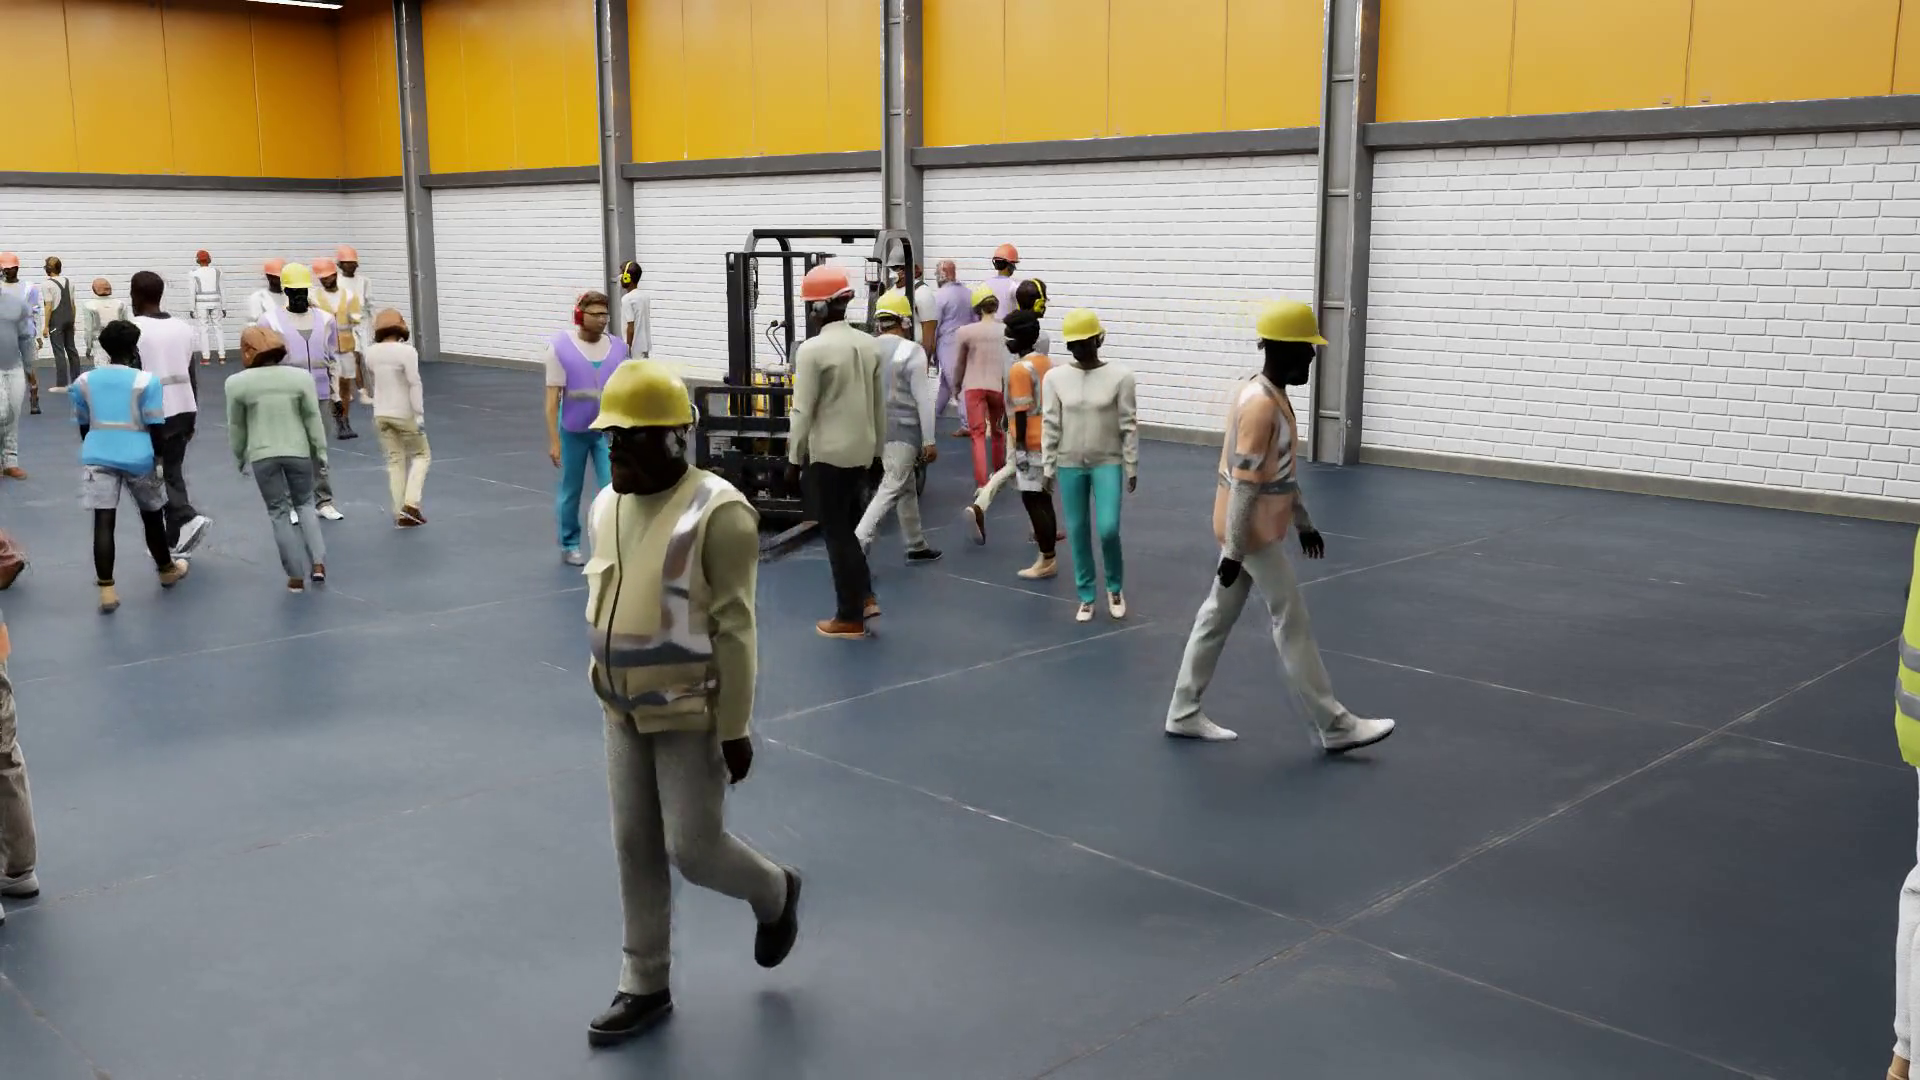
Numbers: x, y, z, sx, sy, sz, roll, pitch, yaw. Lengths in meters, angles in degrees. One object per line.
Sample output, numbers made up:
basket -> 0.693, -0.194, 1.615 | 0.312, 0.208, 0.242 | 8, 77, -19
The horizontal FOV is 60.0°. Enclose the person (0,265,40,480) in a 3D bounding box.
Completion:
person -> -8.331, -1.466, 14.455 | 0.434, 1.924, 0.644 | 5, 12, 26

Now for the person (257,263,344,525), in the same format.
person -> -4.876, -1.082, 12.354 | 0.366, 1.926, 0.594 | 10, 15, 44

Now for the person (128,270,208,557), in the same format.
person -> -5.207, -0.810, 10.923 | 0.498, 1.902, 0.625 | 4, 11, 19

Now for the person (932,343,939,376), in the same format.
person -> -0.475, -1.883, 17.657 | 0.504, 1.579, 0.883 | -2, 11, -11

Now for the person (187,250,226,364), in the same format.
person -> -12.468, -3.851, 27.573 | 0.585, 1.881, 0.337 | -9, 14, -40

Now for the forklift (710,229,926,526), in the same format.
forklift -> -1.050, -1.319, 12.920 | 1.214, 2.155, 2.313 | 2, 11, 13

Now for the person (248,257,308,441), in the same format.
person -> -6.973, -1.925, 16.986 | 0.718, 1.920, 0.564 | 9, 14, 40

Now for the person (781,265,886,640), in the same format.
person -> -0.663, -0.446, 8.756 | 0.455, 1.972, 0.614 | 6, 12, 31

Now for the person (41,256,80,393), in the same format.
person -> -12.232, -2.918, 22.589 | 0.346, 1.846, 0.506 | 3, 11, 17

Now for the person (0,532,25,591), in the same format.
person -> -6.037, -0.574, 9.735 | 0.660, 1.878, 0.866 | 5, 12, 26

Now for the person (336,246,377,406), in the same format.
person -> -7.719, -2.715, 21.085 | 1.027, 1.999, 0.621 | 9, 14, 41

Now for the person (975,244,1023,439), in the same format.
person -> 0.467, -2.065, 17.401 | 0.614, 2.041, 0.393 | 5, 12, 27

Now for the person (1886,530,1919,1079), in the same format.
person -> 2.416, 0.514, 3.881 | 0.429, 1.846, 0.625 | 5, 11, 24

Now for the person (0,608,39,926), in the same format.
person -> -3.106, 0.389, 5.123 | 0.312, 1.636, 0.518 | 0, 10, -1

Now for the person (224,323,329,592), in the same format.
person -> -4.089, -0.488, 9.976 | 0.535, 1.613, 0.406 | -6, 12, -28

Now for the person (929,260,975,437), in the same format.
person -> -0.181, -2.032, 17.721 | 0.960, 1.856, 0.644 | 7, 12, 32

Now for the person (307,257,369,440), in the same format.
person -> -6.486, -1.988, 17.370 | 0.614, 1.895, 0.624 | -7, 12, -32

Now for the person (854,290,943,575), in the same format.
person -> -0.459, -0.677, 10.522 | 0.901, 1.793, 0.595 | -10, 14, -44

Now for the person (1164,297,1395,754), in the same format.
person -> 1.318, -0.045, 6.841 | 0.991, 1.874, 0.595 | 2, 11, 8

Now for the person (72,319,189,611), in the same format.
person -> -4.858, -0.453, 9.673 | 0.552, 1.630, 0.881 | -1, 10, -5

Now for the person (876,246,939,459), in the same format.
person -> -0.547, -1.728, 15.567 | 0.536, 2.000, 0.688 | -8, 13, -38

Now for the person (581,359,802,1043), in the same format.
person -> -0.747, 0.416, 4.481 | 0.606, 1.818, 0.610 | 8, 13, 37

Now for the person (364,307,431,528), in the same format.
person -> -4.087, -0.889, 12.162 | 0.536, 1.614, 0.375 | 4, 11, 20

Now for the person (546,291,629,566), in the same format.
person -> -2.340, -0.668, 10.496 | 0.591, 1.784, 0.962 | -7, 12, -33

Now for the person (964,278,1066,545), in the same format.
person -> 0.394, -0.861, 11.376 | 0.792, 1.851, 0.526 | -9, 14, -40

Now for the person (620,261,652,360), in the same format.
person -> -3.330, -1.908, 17.015 | 0.336, 1.873, 0.521 | 3, 11, 15

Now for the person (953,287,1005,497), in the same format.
person -> 0.209, -1.227, 13.743 | 0.521, 1.708, 0.878 | -1, 10, -7

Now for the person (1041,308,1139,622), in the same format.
person -> 0.714, -0.396, 9.138 | 0.533, 1.741, 0.427 | 2, 11, 13

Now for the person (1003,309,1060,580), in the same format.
person -> 0.458, -0.592, 10.353 | 0.352, 1.687, 0.612 | 4, 11, 22

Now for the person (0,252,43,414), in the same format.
person -> -11.227, -2.451, 19.792 | 0.548, 1.936, 0.378 | -4, 11, -21

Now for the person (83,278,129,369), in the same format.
person -> -9.997, -2.254, 19.530 | 0.310, 1.640, 0.514 | 10, 15, 44
